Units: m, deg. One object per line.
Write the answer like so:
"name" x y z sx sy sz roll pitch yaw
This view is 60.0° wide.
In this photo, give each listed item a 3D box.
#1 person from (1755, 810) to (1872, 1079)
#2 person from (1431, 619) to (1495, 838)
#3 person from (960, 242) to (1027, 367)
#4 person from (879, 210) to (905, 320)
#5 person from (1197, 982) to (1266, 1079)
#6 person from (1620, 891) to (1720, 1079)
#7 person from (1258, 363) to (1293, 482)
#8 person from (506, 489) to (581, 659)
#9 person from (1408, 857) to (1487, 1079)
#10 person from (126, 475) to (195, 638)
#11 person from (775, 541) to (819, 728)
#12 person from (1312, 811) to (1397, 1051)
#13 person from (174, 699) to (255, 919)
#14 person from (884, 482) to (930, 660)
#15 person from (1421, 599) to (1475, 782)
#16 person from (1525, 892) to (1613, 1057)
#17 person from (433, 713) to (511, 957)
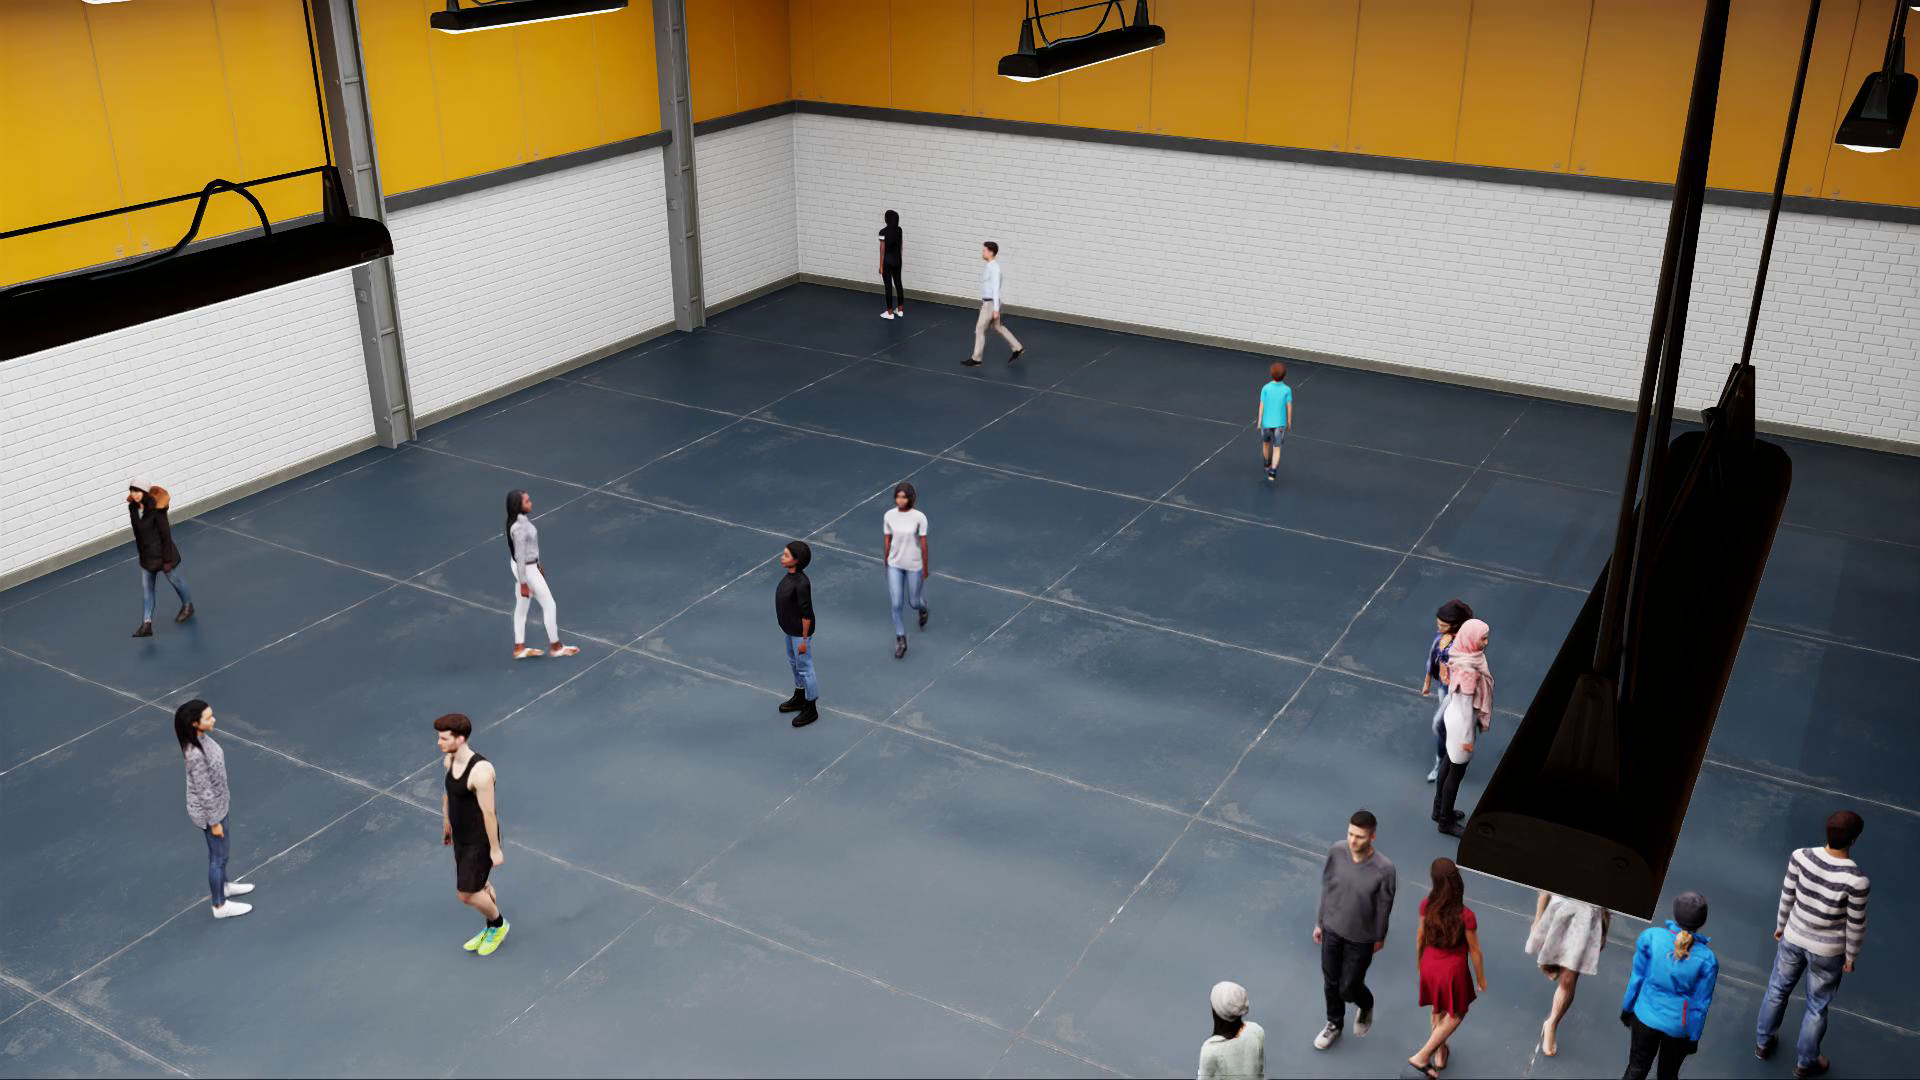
"person" 5.350 2.511 10.426 0.657 1.852 0.715 -18 29 -35
"person" 3.888 1.444 12.927 0.774 1.803 0.656 3 24 7
"person" 0.533 -3.374 23.919 1.172 1.827 1.224 -2 24 -4
"person" -1.084 -4.375 26.334 0.619 1.728 0.742 -18 30 -36
"person" 1.531 3.171 9.187 0.716 1.635 0.790 -9 25 -19
"person" 4.063 2.879 9.684 0.750 1.771 1.071 20 31 38
"person" 3.761 -1.392 19.895 0.708 1.418 1.028 5 24 12
"person" -4.143 0.341 15.568 0.963 1.710 0.908 -6 24 -12
"person" 3.009 2.698 10.398 0.770 1.532 0.678 -19 30 -37
"person" -7.774 0.120 16.221 0.822 1.592 1.097 6 24 13
"person" -1.408 0.792 14.545 0.690 1.702 0.655 -11 26 -24
"person" 2.538 2.464 10.659 0.691 1.751 0.752 20 30 38
"person" -5.399 1.912 11.948 0.726 1.730 0.699 -10 25 -21
"person" -0.496 0.242 15.800 0.746 1.705 1.000 6 24 13
"person" 4.113 1.220 13.685 0.825 1.606 0.769 -9 25 -19
"person" 3.919 2.457 10.673 0.748 1.753 0.995 8 25 17
"person" -3.295 2.017 11.524 0.732 1.878 0.774 -22 32 -40
